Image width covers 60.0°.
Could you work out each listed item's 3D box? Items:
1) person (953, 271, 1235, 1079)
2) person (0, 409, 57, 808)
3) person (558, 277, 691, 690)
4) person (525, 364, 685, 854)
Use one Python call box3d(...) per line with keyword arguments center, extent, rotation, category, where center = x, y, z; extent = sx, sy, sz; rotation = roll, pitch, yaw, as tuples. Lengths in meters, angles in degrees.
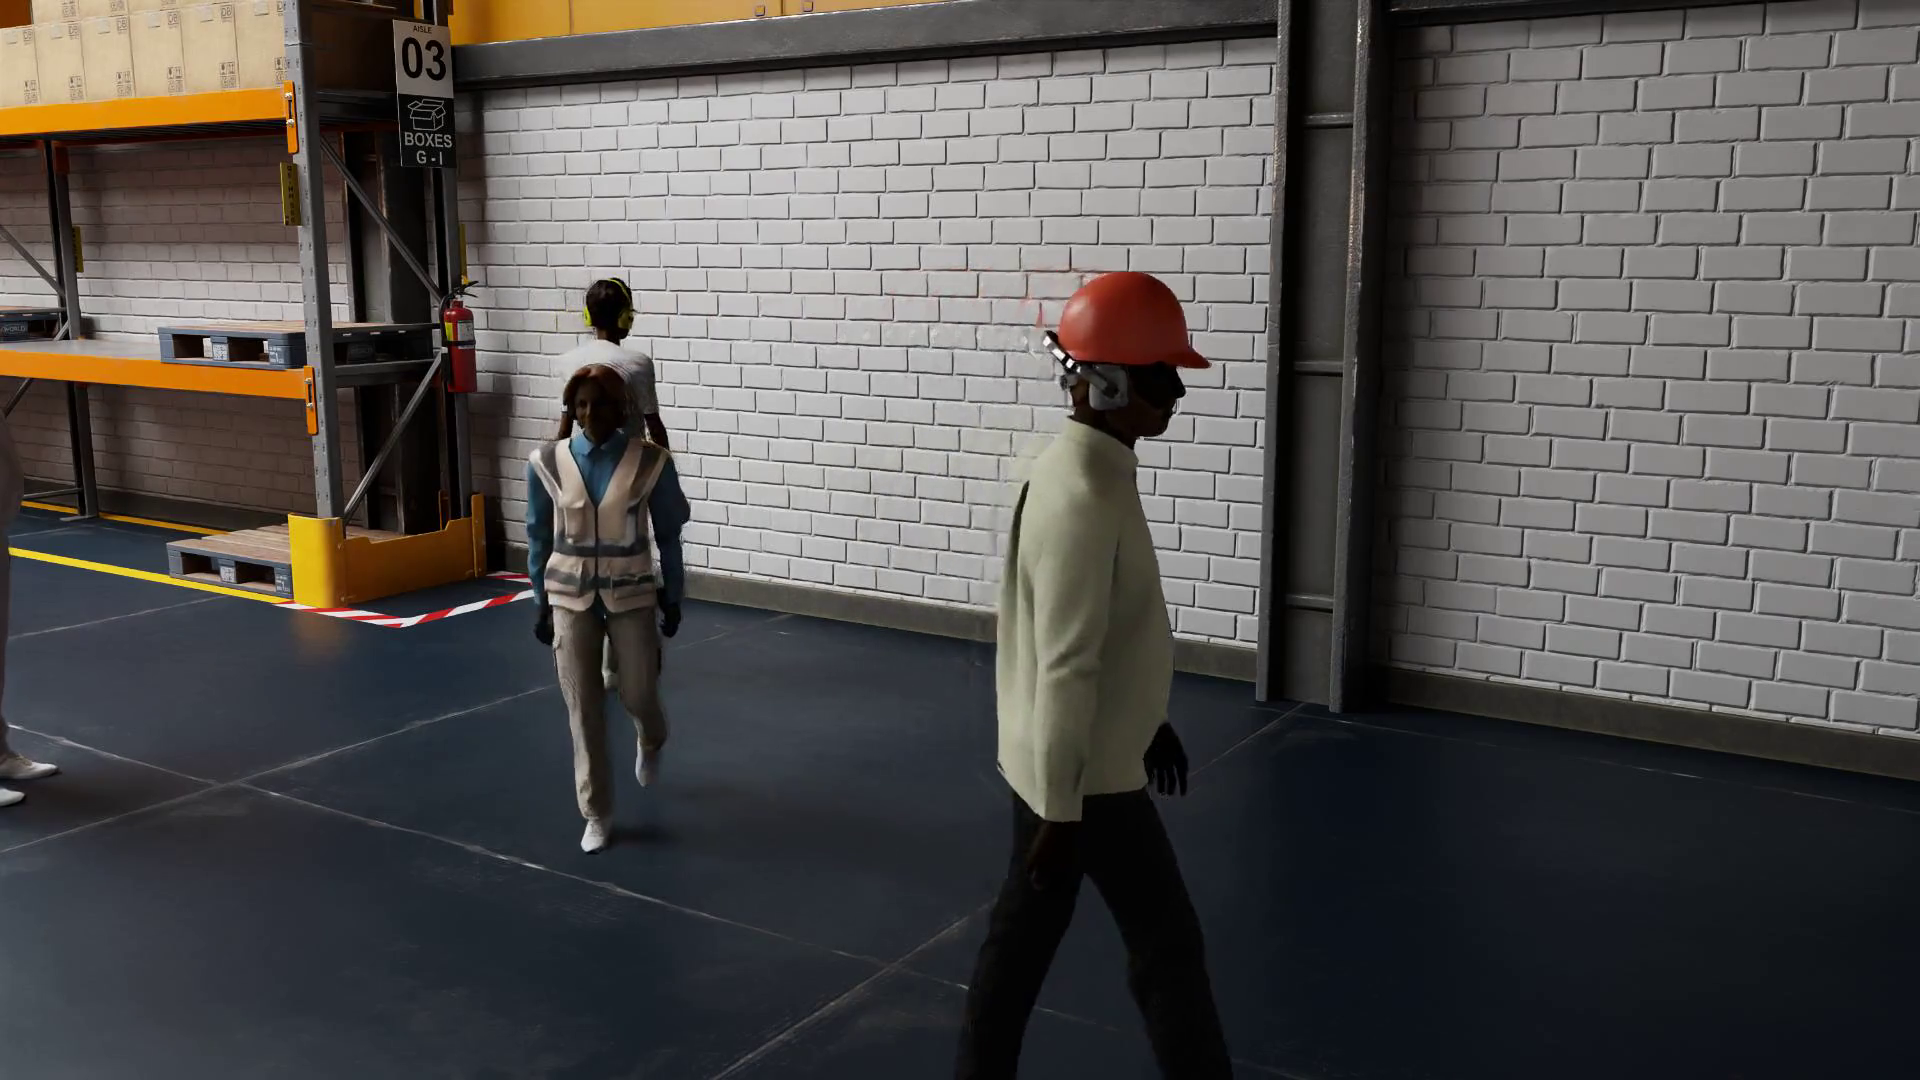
box3d(center=(0.396, 0.445, 3.412), extent=(0.954, 1.955, 0.616), rotation=(0, 10, -1), category="person")
box3d(center=(-3.562, 0.016, 5.954), extent=(0.403, 1.897, 0.653), rotation=(-2, 11, -13), category="person")
box3d(center=(-1.520, -0.260, 7.595), extent=(0.558, 1.858, 0.563), rotation=(6, 12, 28), category="person")
box3d(center=(-1.200, 0.201, 5.685), extent=(0.520, 1.623, 0.609), rotation=(-1, 10, -4), category="person")
